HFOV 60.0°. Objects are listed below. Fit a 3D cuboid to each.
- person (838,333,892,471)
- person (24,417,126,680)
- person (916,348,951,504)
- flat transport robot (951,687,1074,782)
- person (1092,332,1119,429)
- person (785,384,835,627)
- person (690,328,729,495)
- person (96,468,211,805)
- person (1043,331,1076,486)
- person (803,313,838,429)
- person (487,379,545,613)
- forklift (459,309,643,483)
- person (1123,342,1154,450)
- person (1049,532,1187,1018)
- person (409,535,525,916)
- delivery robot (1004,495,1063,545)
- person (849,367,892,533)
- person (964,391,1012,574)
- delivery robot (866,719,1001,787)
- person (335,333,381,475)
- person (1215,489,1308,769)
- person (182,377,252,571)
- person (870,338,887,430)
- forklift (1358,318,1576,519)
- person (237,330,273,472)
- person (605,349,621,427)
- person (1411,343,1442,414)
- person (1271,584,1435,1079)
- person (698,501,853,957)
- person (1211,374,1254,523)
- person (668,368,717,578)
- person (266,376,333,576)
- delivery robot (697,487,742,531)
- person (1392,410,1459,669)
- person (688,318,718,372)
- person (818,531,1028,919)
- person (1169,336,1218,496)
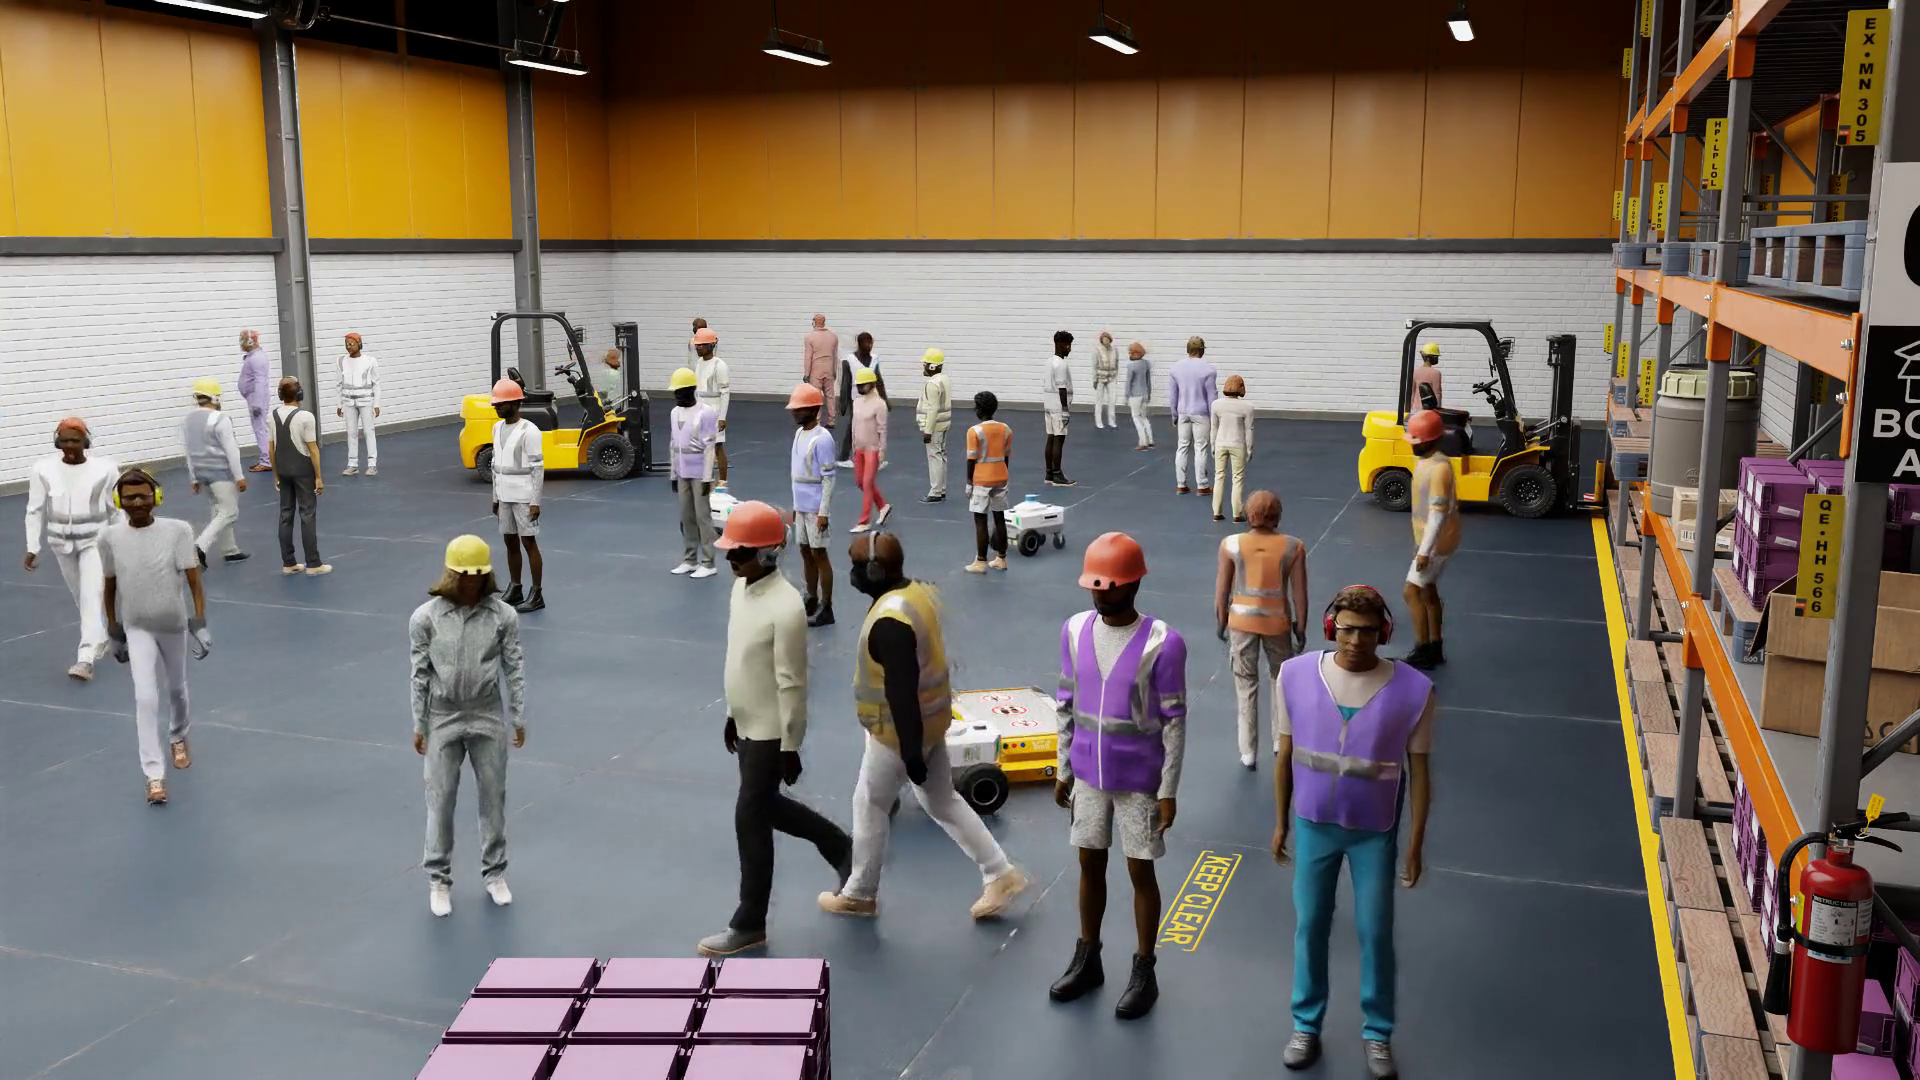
[{"bbox_3d":[-1.296,-1.862,22.413,1.016,1.851,0.623,8,13,39],"label":"person"},{"bbox_3d":[-6.253,0.043,11.814,0.583,1.831,1.038,-2,10,-10],"label":"person"},{"bbox_3d":[-0.310,-1.338,19.532,0.404,1.837,0.589,2,10,12],"label":"person"},{"bbox_3d":[0.326,1.136,10.002,0.652,0.197,1.431,-3,10,-14],"label":"flat transport robot"},{"bbox_3d":[2.389,-2.623,27.395,0.532,1.608,0.614,-3,11,-18],"label":"person"},{"bbox_3d":[-1.212,-0.276,13.266,0.366,1.934,0.553,-6,12,-30],"label":"person"},{"bbox_3d":[-3.020,-1.515,19.943,0.393,2.041,0.613,-9,13,-41],"label":"person"},{"bbox_3d":[-4.499,0.486,9.323,0.536,1.825,0.995,-5,11,-24],"label":"person"},{"bbox_3d":[1.255,-1.662,21.013,0.381,1.958,0.602,-3,10,-15],"label":"person"},{"bbox_3d":[-2.313,-2.769,27.391,0.644,1.907,0.400,-7,12,-36],"label":"person"},{"bbox_3d":[-3.688,-0.361,13.743,0.552,1.935,0.374,7,12,34],"label":"person"},{"bbox_3d":[-5.354,-1.902,21.697,2.313,2.155,1.214,-2,10,-13],"label":"forklift"},{"bbox_3d":[2.631,-2.113,24.538,0.334,1.611,0.542,9,13,41],"label":"person"},{"bbox_3d":[0.602,0.919,6.541,0.551,1.932,0.378,6,12,32],"label":"person"},{"bbox_3d":[-2.243,0.831,7.608,0.497,1.738,0.318,-5,11,-25],"label":"person"},{"bbox_3d":[0.699,-0.205,16.495,0.707,0.478,0.477,-10,14,-43],"label":"delivery robot"},{"bbox_3d":[-0.956,-0.968,17.700,0.668,1.750,0.535,-9,14,-42],"label":"person"},{"bbox_3d":[0.256,-0.531,15.399,0.535,1.692,0.318,-9,13,-40],"label":"person"},{"bbox_3d":[-0.148,1.128,8.985,0.707,0.478,0.477,-2,10,-12],"label":"delivery robot"},{"bbox_3d":[-7.930,-1.786,21.918,0.585,1.882,0.337,1,10,3],"label":"person"},{"bbox_3d":[1.752,0.511,9.710,0.530,1.620,0.509,1,10,8],"label":"person"},{"bbox_3d":[-6.983,-0.618,15.545,0.611,1.810,0.748,6,12,32],"label":"person"},{"bbox_3d":[-1.463,-2.434,26.369,0.856,1.584,0.536,-10,14,-44],"label":"person"},{"bbox_3d":[5.787,-1.437,19.079,2.313,2.155,1.214,3,11,19],"label":"forklift"},{"bbox_3d":[-9.457,-1.857,22.292,0.396,1.896,0.690,-4,11,-23],"label":"person"},{"bbox_3d":[-4.853,-1.863,23.140,0.758,1.605,0.509,-2,10,-10],"label":"person"},{"bbox_3d":[6.072,-1.680,21.661,0.329,1.765,0.527,-5,11,-28],"label":"person"},{"bbox_3d":[1.428,1.051,6.101,0.564,1.834,0.394,4,11,22],"label":"person"},{"bbox_3d":[-0.760,0.785,7.231,0.809,1.969,0.625,-5,11,-26],"label":"person"},{"bbox_3d":[2.974,-0.997,18.212,0.493,1.624,0.280,5,11,26],"label":"person"},{"bbox_3d":[-2.460,-0.618,15.247,0.588,1.920,0.382,9,13,41],"label":"person"},{"bbox_3d":[-6.072,-0.581,15.240,0.506,1.847,0.345,2,10,13],"label":"person"},{"bbox_3d":[-2.460,-0.302,17.041,0.707,0.478,0.477,9,14,42],"label":"delivery robot"},{"bbox_3d":[3.308,0.011,11.800,0.455,1.898,0.555,1,10,4],"label":"person"},{"bbox_3d":[-4.223,-2.692,27.140,0.429,1.845,0.620,5,11,28],"label":"person"},{"bbox_3d":[-0.156,0.841,7.434,0.927,1.790,0.636,2,10,11],"label":"person"},{"bbox_3d":[2.834,-1.501,20.160,0.627,1.941,0.372,7,12,34],"label":"person"}]
